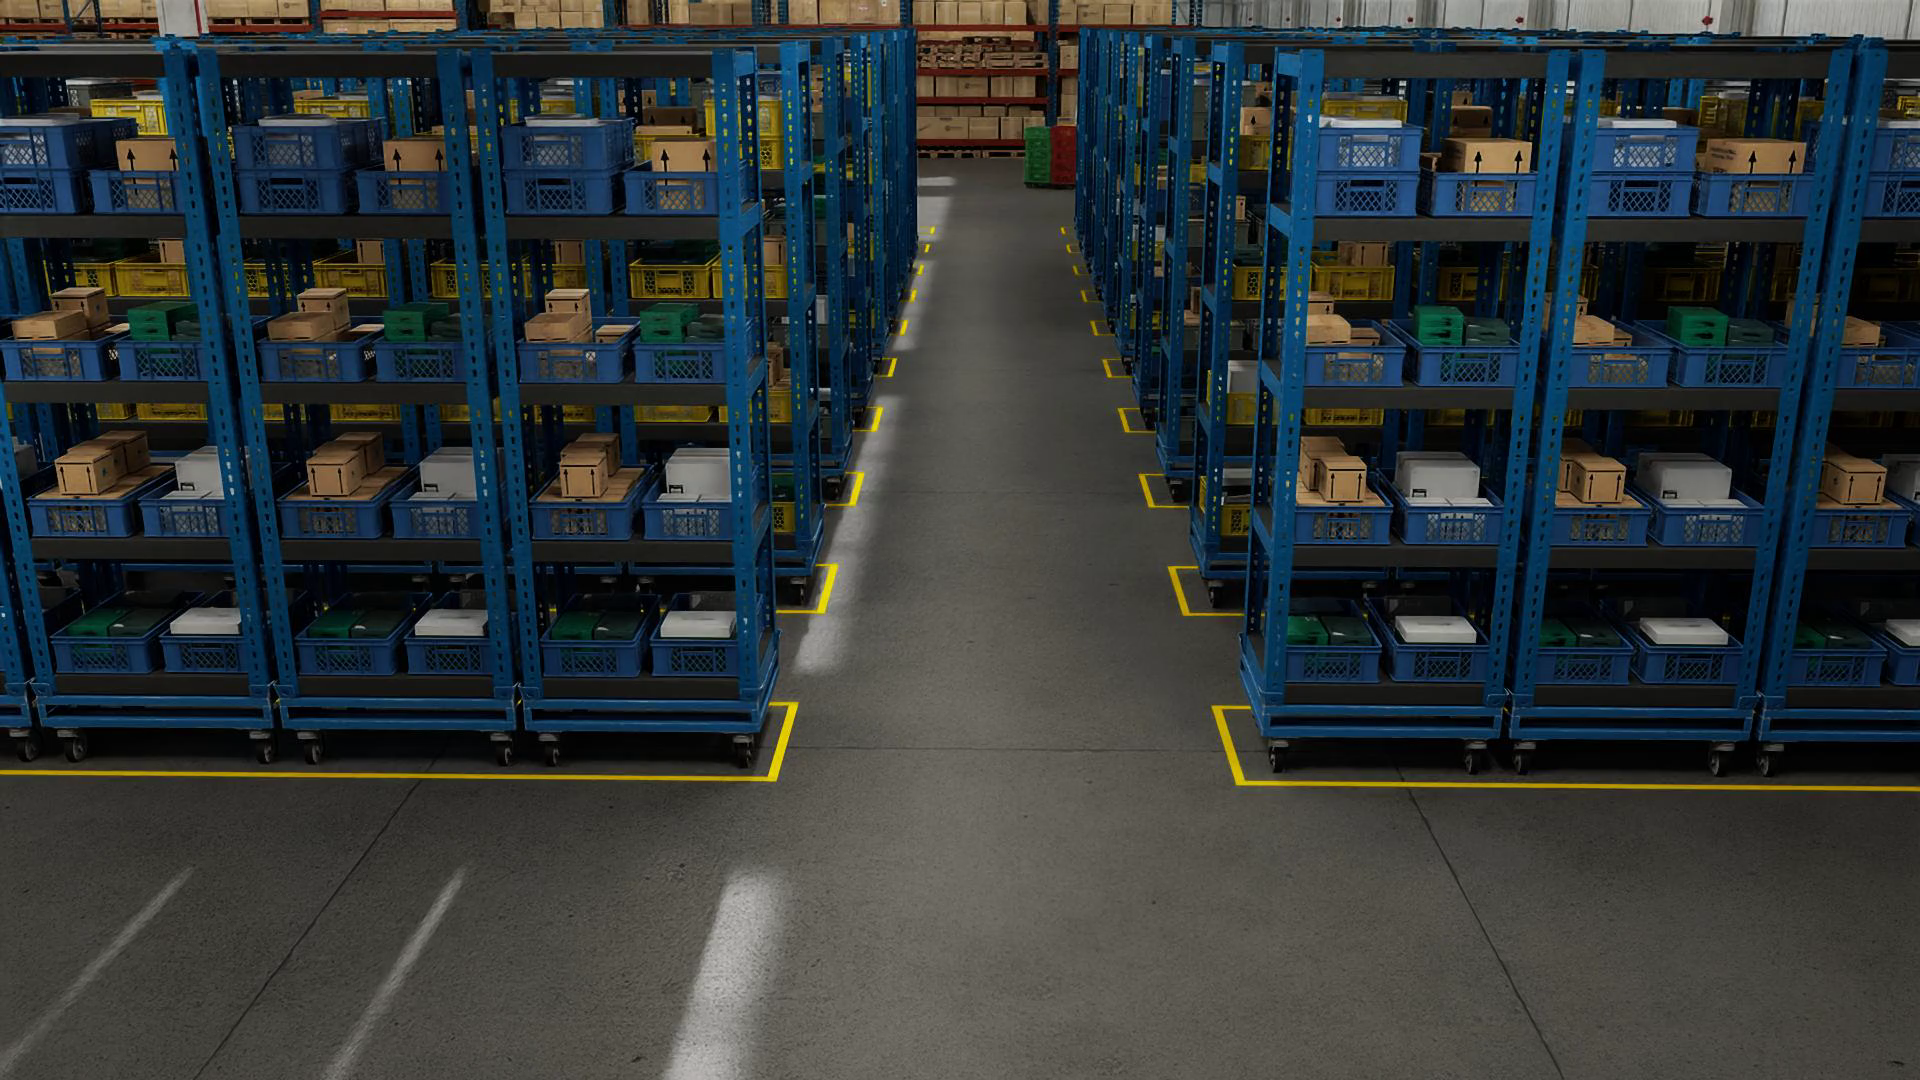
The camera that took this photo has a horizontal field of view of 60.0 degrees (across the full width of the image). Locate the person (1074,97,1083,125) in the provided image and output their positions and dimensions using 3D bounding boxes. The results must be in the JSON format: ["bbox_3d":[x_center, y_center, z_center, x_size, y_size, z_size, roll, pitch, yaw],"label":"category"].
[{"bbox_3d":[3.155,-10.594,42.940,0.398,1.942,0.615,-13,22,-36],"label":"person"}]
